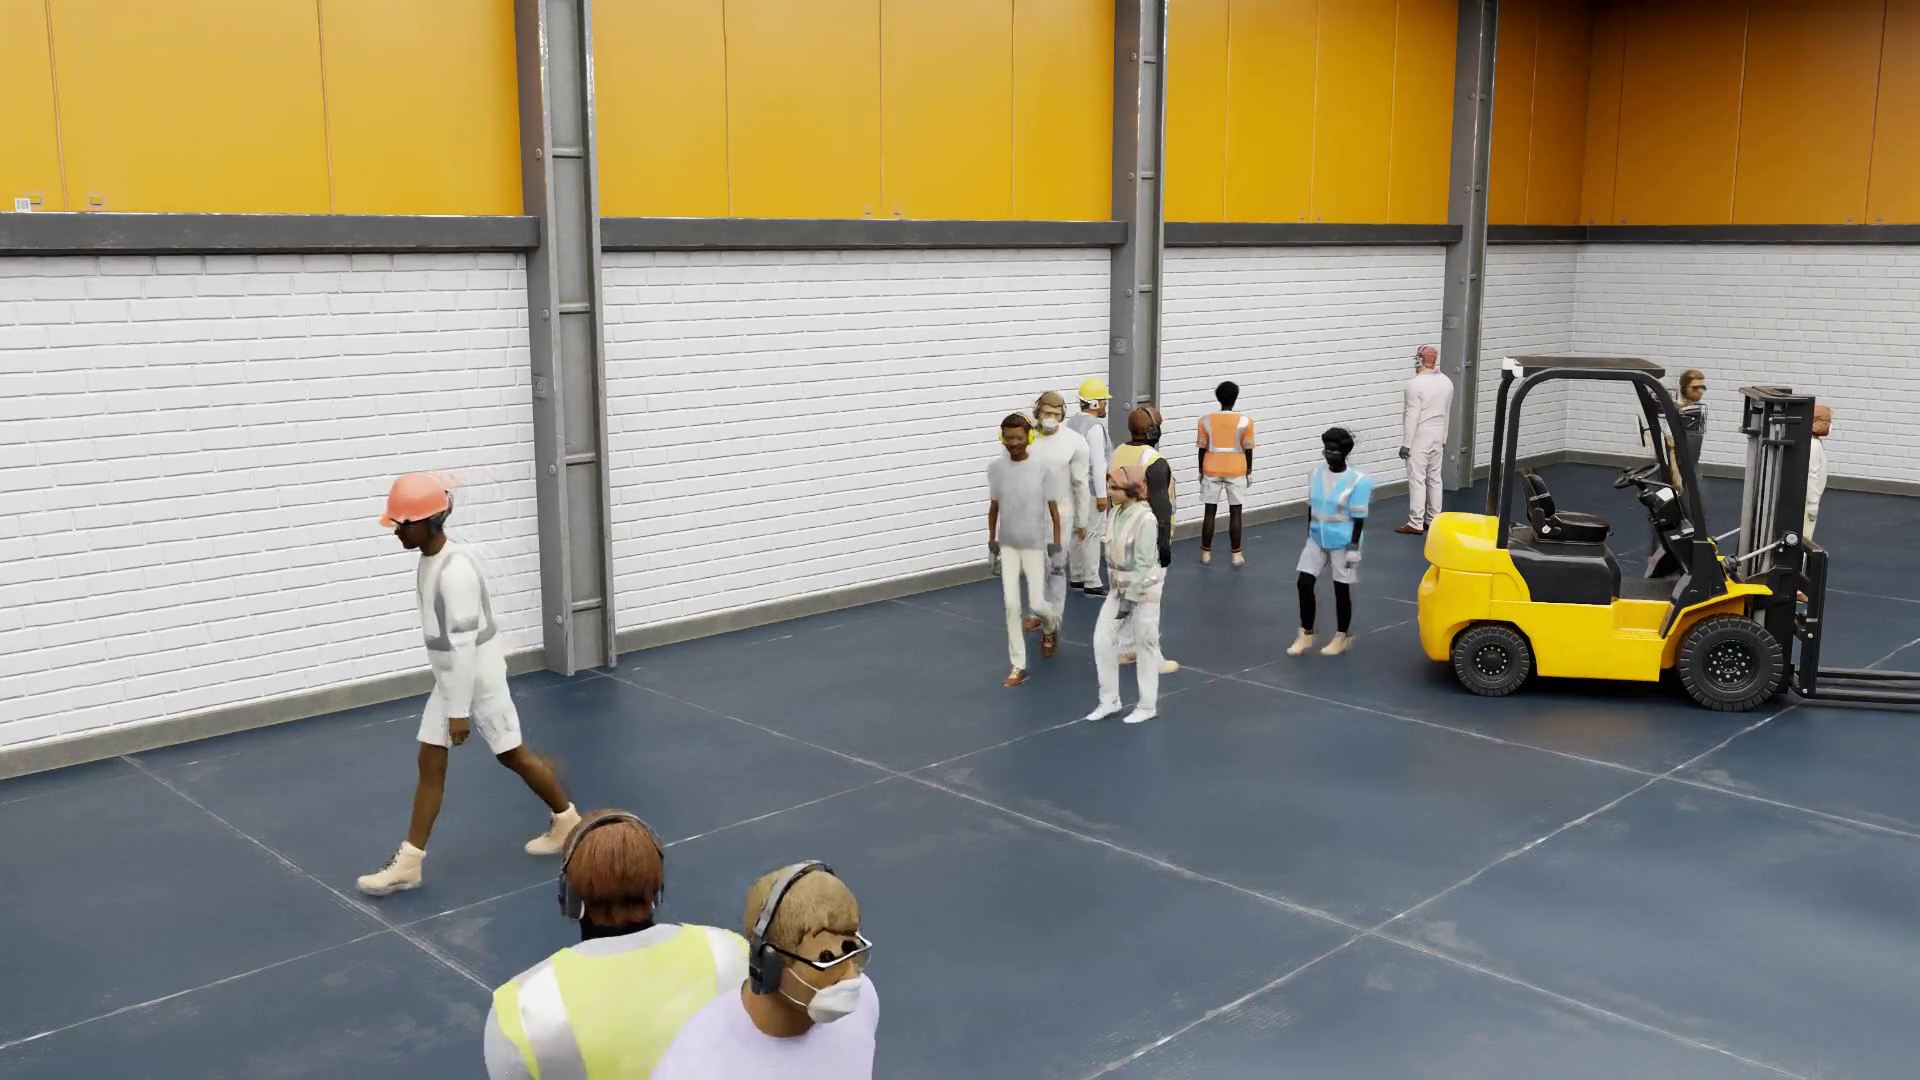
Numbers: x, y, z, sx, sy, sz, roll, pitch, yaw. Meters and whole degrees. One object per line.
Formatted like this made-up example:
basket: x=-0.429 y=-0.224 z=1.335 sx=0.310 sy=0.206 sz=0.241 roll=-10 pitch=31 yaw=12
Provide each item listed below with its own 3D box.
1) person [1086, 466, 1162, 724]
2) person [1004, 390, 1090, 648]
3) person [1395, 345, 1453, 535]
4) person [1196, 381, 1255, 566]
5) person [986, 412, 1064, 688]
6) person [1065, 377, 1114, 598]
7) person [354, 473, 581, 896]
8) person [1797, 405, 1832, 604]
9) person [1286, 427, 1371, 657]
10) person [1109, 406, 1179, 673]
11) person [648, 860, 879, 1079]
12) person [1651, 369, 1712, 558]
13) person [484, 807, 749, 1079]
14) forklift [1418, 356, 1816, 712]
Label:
person: x=1.006 y=0.352 z=10.172 sx=0.551 sy=1.615 sz=0.515 roll=-6 pitch=12 yaw=-30
person: x=0.650 y=-0.182 z=12.375 sx=0.650 sy=1.899 sz=0.720 roll=3 pitch=11 yaw=15
person: x=4.665 y=-1.007 z=16.802 sx=0.651 sy=1.906 sz=0.403 roll=-8 pitch=13 yaw=-36
person: x=2.426 y=-0.605 z=15.213 sx=0.539 sy=1.688 sz=0.319 roll=3 pitch=11 yaw=17
person: x=0.460 y=0.040 z=11.267 sx=0.551 sy=1.843 sz=0.656 roll=4 pitch=11 yaw=21
person: x=1.097 y=-0.439 z=13.903 sx=0.403 sy=1.835 sz=0.586 roll=-4 pitch=11 yaw=-19
person: x=-2.257 y=0.638 z=7.742 sx=1.131 sy=1.957 sz=0.617 roll=-8 pitch=13 yaw=-36
person: x=6.986 y=-0.300 z=13.686 sx=0.288 sy=1.634 sz=0.499 roll=4 pitch=11 yaw=21
person: x=2.599 y=0.037 z=11.724 sx=0.623 sy=1.666 sz=0.546 roll=-9 pitch=14 yaw=-41
person: x=1.278 y=-0.004 z=11.506 sx=0.429 sy=1.847 sz=0.625 roll=-5 pitch=12 yaw=-27
person: x=-0.470 y=1.490 z=3.310 sx=0.870 sy=1.887 sz=0.652 roll=8 pitch=13 yaw=37
person: x=6.505 y=-0.606 z=14.844 sx=0.528 sy=1.817 sz=0.723 roll=-5 pitch=11 yaw=-25
person: x=-0.675 y=1.472 z=3.561 sx=0.635 sy=1.816 sz=0.863 roll=-6 pitch=12 yaw=-29
forklift: x=4.276 y=-0.101 z=11.076 sx=2.313 sy=2.155 sz=1.214 roll=2 pitch=11 yaw=13
